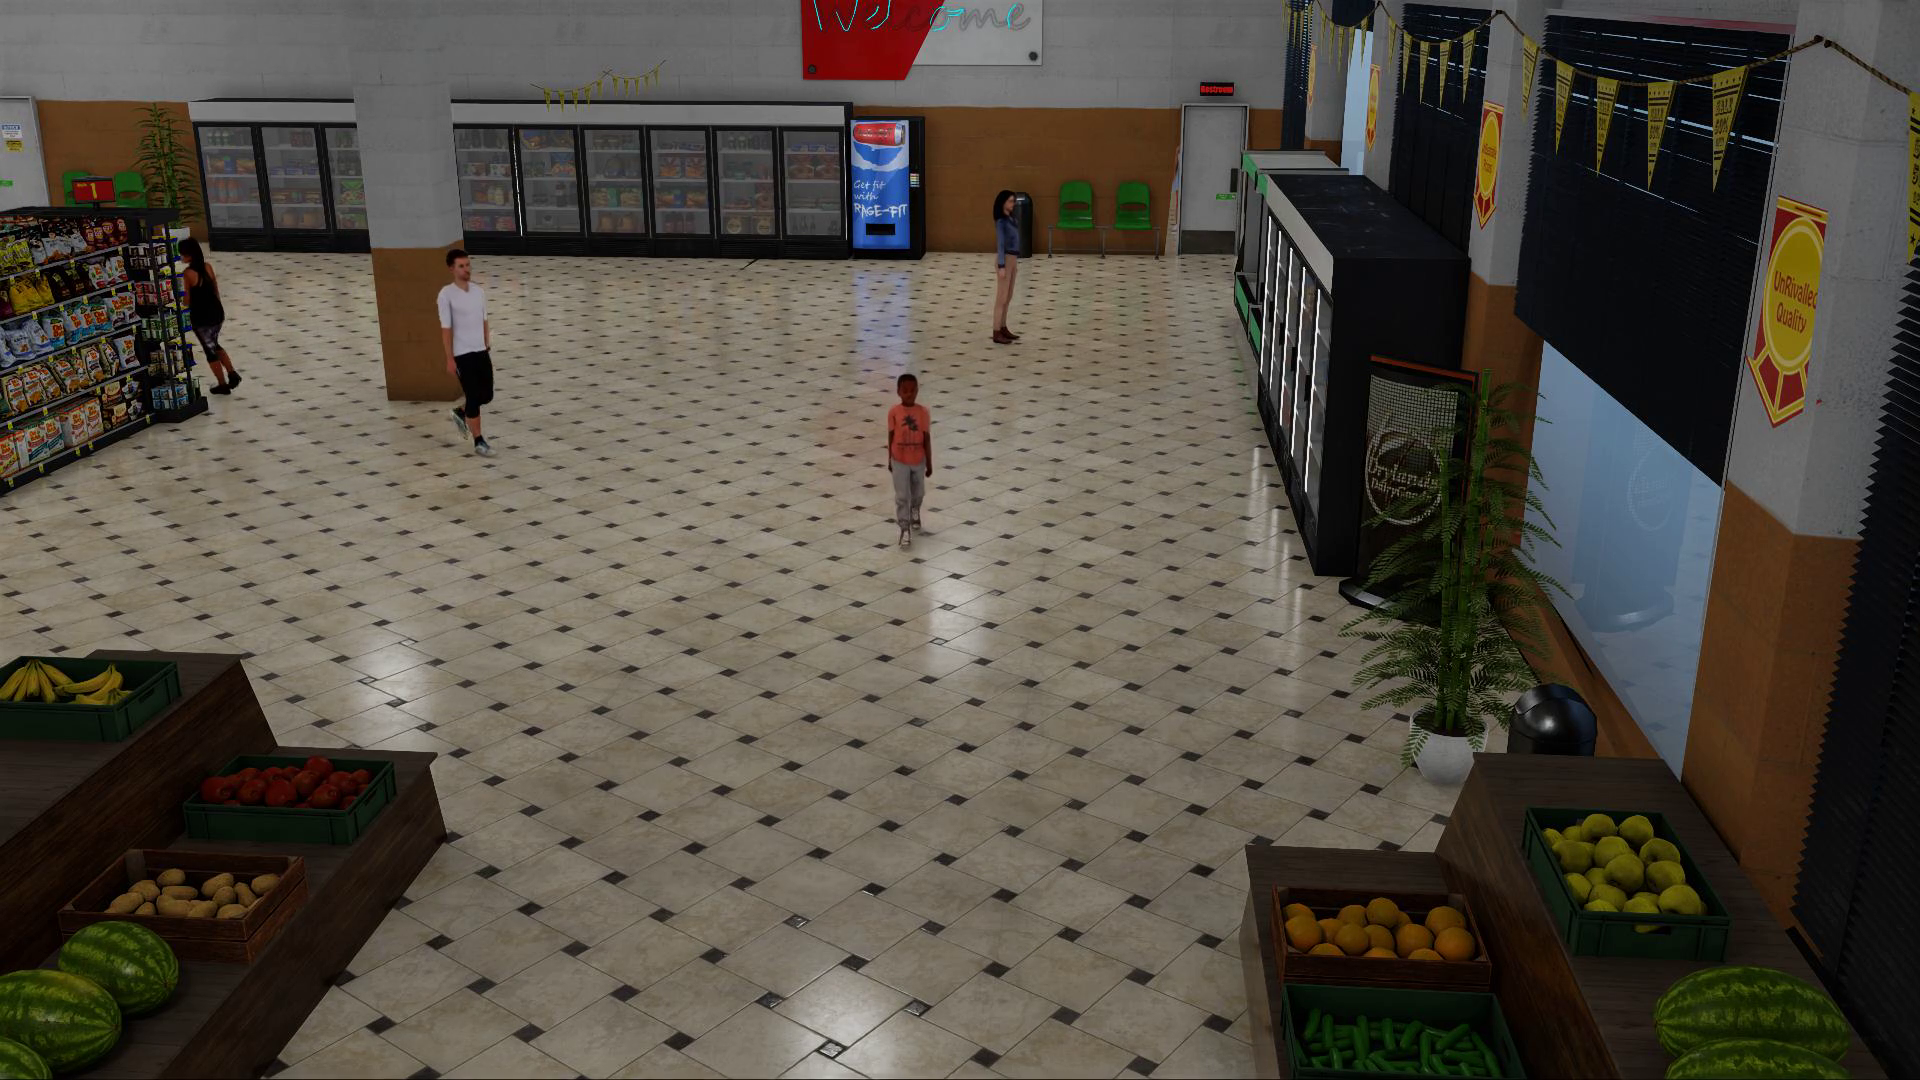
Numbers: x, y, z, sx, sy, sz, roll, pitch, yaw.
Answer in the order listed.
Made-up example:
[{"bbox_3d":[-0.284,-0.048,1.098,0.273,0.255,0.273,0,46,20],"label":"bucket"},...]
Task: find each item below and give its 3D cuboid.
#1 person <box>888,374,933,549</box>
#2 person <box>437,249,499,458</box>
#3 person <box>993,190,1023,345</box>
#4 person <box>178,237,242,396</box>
[{"bbox_3d":[-0.389,-0.637,12.653,0.565,1.296,0.922,-1,19,-4],"label":"person"},{"bbox_3d":[-4.448,-1.674,14.887,1.005,1.834,1.010,14,23,35],"label":"person"},{"bbox_3d":[0.539,-3.219,19.563,0.734,1.774,0.591,7,20,20],"label":"person"},{"bbox_3d":[-7.612,-2.258,16.912,0.765,1.646,0.664,10,21,26],"label":"person"}]
